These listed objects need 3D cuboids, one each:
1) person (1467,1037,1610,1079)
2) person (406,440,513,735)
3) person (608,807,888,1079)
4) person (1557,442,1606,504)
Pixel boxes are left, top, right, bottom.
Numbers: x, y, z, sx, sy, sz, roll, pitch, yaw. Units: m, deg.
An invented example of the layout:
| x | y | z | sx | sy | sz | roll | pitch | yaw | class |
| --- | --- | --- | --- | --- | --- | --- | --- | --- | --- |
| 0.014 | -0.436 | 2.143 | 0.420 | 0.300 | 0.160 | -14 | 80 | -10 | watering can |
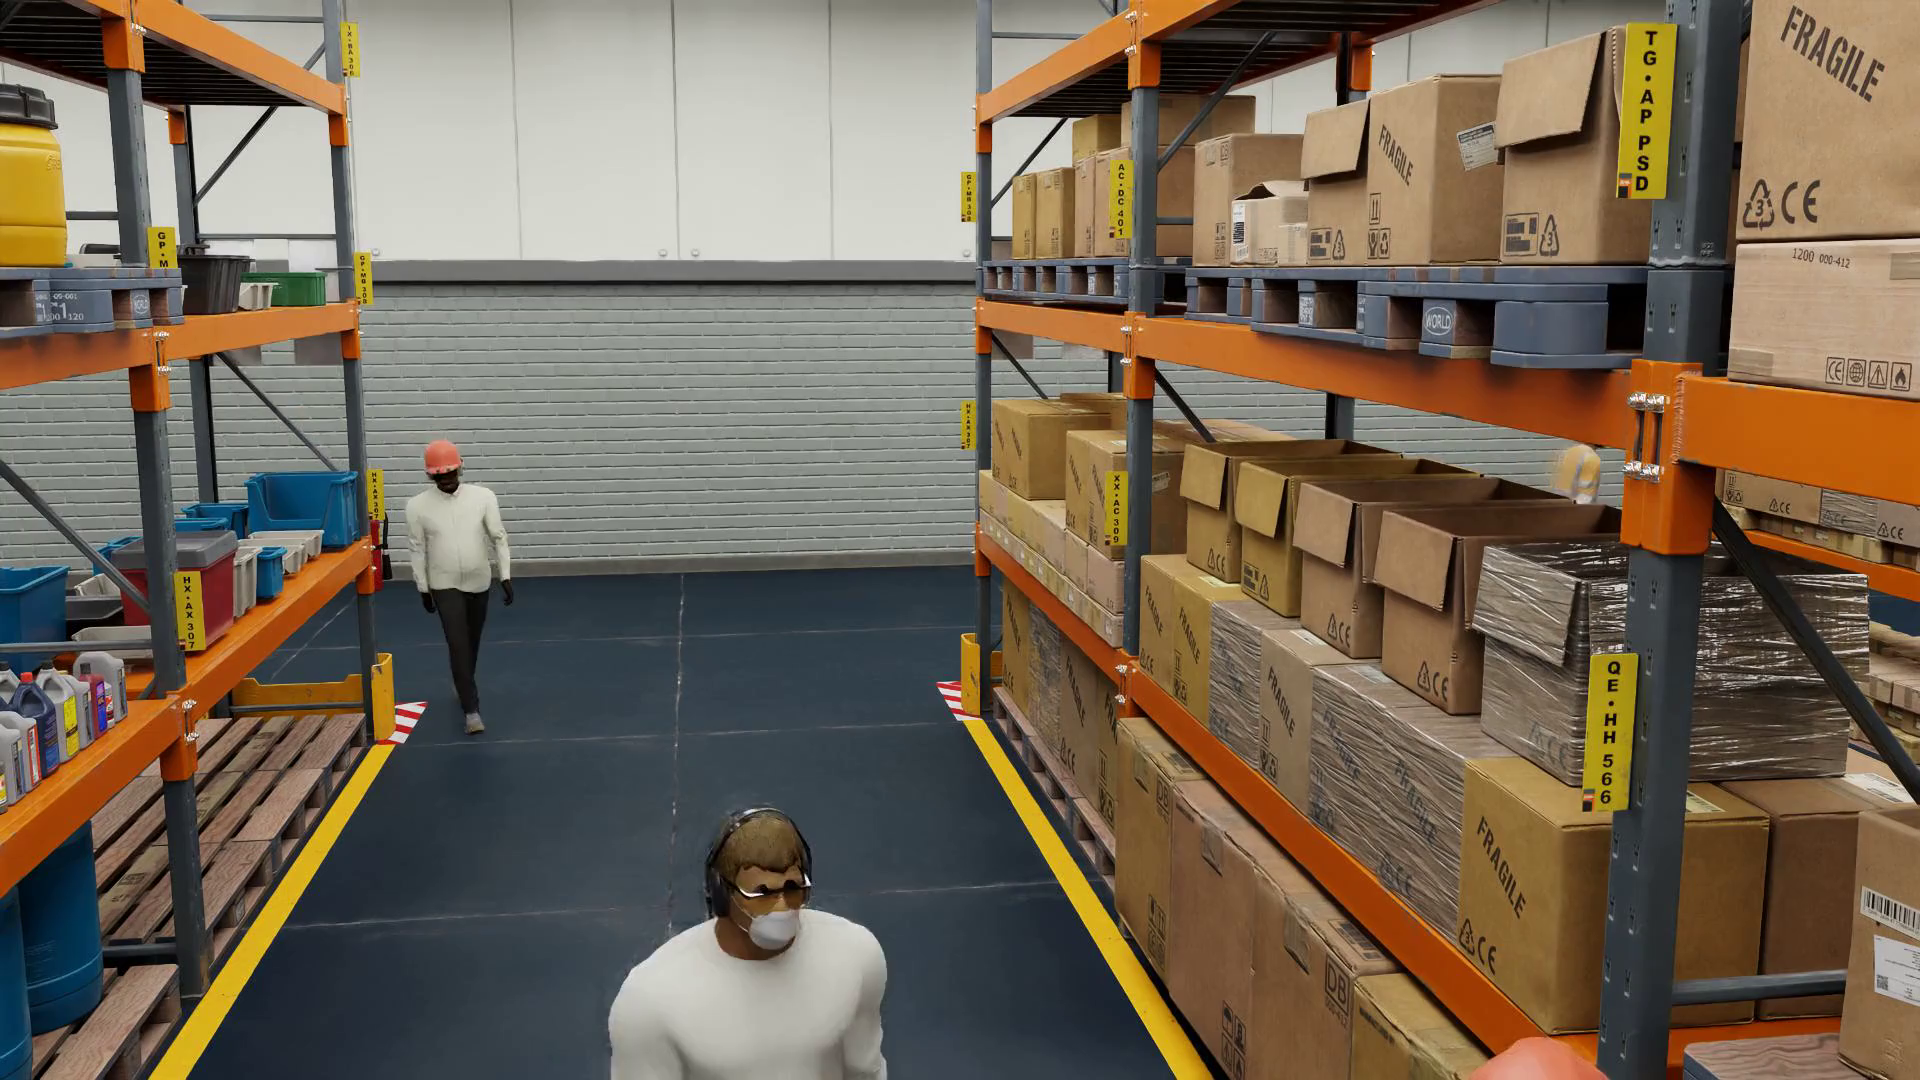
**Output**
| x | y | z | sx | sy | sz | roll | pitch | yaw | class |
| --- | --- | --- | --- | --- | --- | --- | --- | --- | --- |
| 0.747 | 1.661 | 2.253 | 0.615 | 2.038 | 0.396 | 1 | 9 | 6 | person |
| -3.383 | 0.266 | 11.214 | 0.624 | 1.936 | 1.070 | -5 | 11 | -29 | person |
| -0.409 | 1.517 | 3.590 | 0.659 | 1.889 | 0.988 | -4 | 10 | -24 | person |
| 5.227 | -0.181 | 14.194 | 1.037 | 1.869 | 0.615 | -1 | 9 | -5 | person |
